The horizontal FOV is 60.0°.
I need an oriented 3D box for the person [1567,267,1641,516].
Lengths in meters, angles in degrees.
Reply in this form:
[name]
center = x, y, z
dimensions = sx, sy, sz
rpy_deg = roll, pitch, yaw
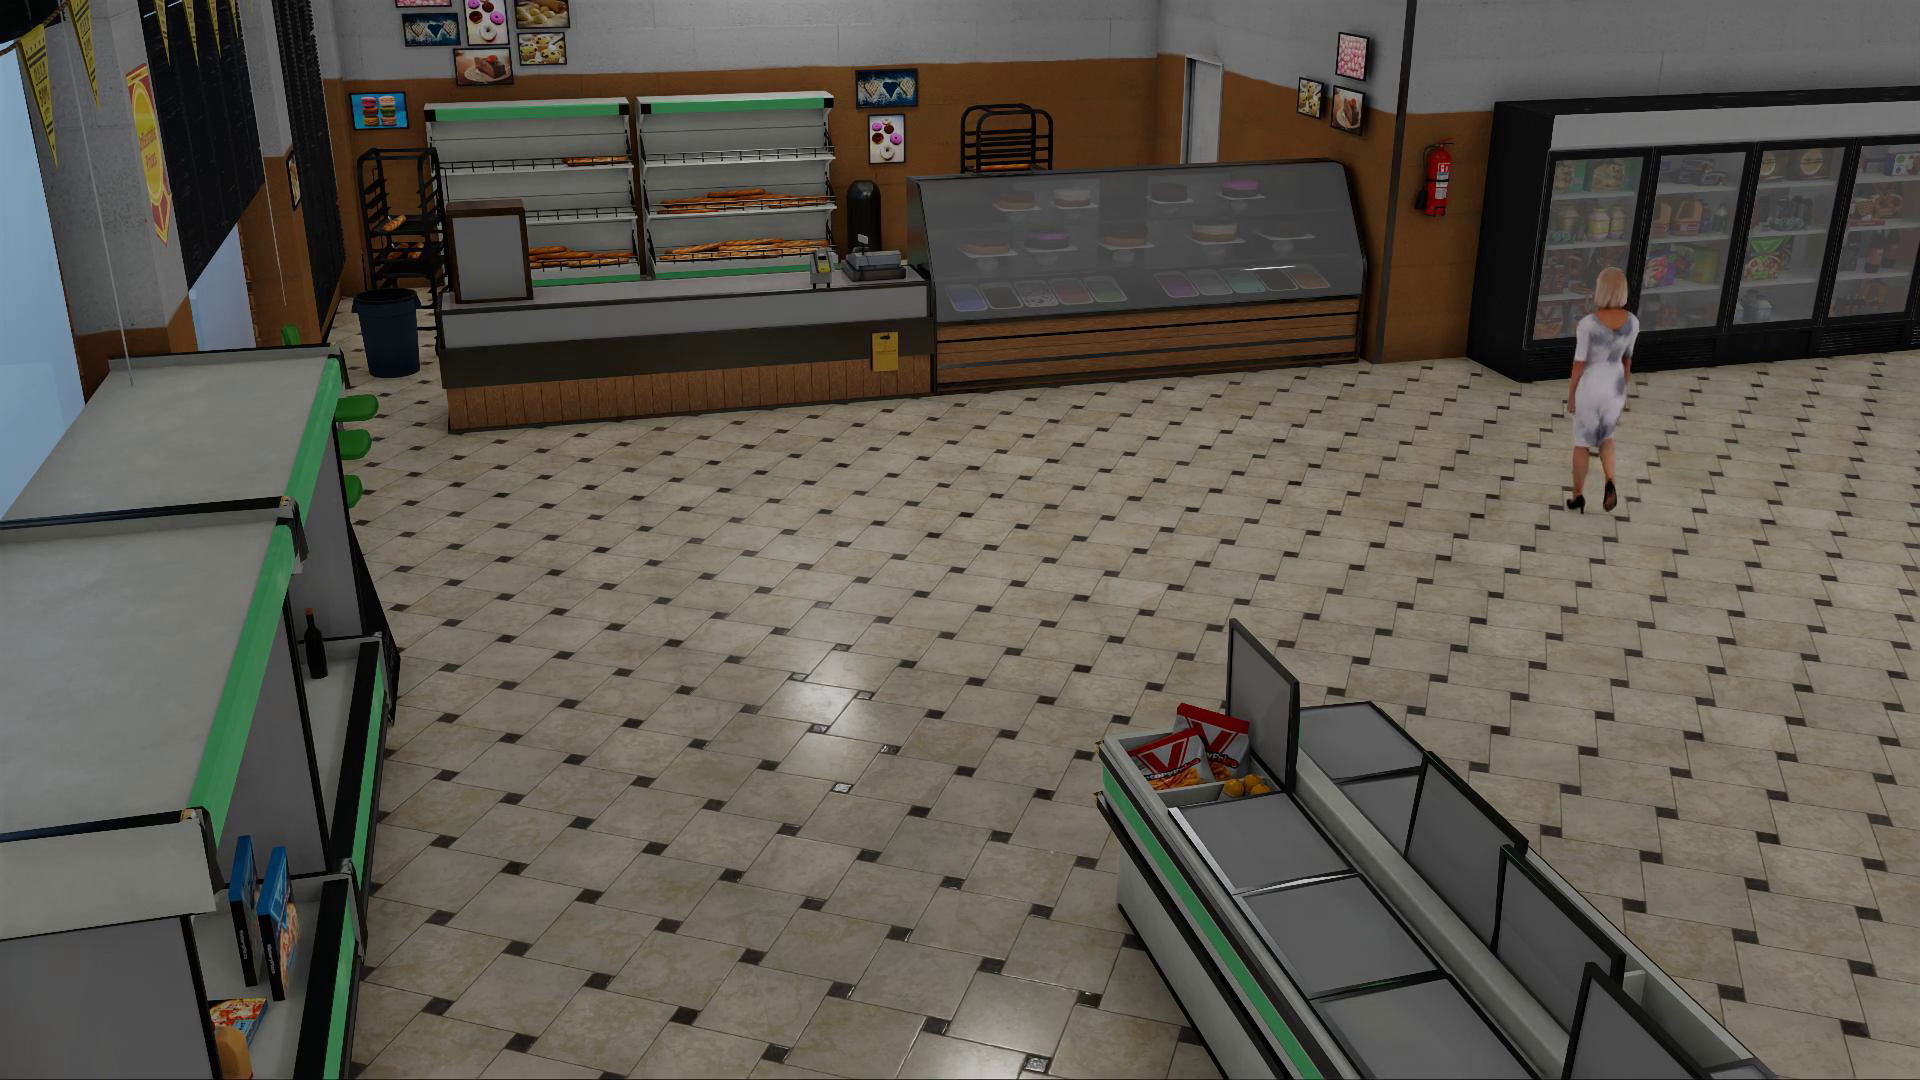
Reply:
[person]
center = 4.350, -0.959, 11.219
dimensions = 0.666, 1.740, 0.822
rpy_deg = -1, 22, -2
